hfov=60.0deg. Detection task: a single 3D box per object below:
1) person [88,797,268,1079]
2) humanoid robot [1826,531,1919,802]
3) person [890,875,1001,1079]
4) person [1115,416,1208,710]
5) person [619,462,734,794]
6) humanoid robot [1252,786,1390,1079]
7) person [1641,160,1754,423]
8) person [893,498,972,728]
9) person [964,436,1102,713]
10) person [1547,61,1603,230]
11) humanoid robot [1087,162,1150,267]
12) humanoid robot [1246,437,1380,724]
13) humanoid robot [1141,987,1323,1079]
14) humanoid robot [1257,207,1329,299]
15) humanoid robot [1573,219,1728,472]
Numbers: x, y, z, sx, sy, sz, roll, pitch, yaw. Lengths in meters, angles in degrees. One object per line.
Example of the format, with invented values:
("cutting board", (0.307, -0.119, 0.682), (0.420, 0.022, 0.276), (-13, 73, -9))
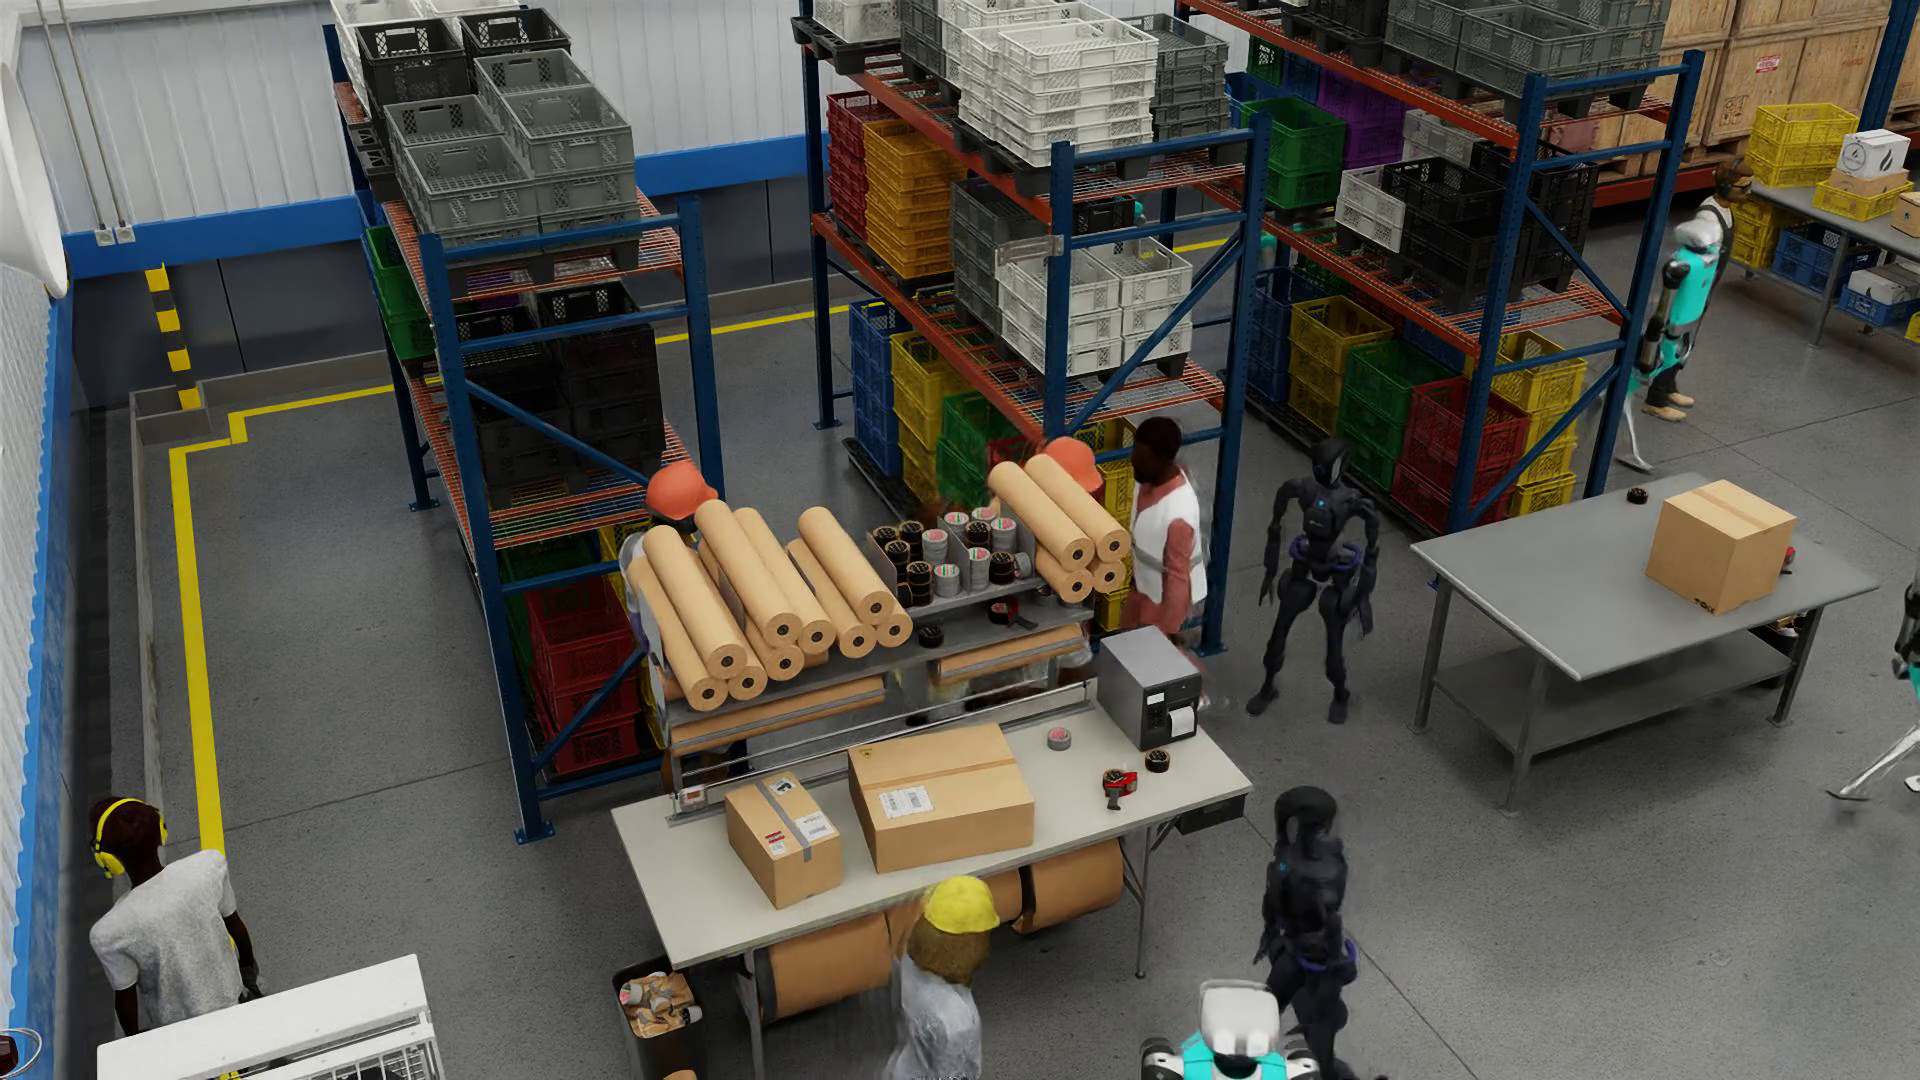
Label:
("person", (-2.671, 1.635, 5.804), (0.339, 1.858, 0.516), (20, 37, 29))
("humanoid robot", (4.630, 0.560, 7.640), (0.932, 1.744, 0.530), (-11, 33, -18))
("person", (-0.033, 1.868, 5.576), (0.529, 1.678, 0.556), (-10, 33, -16))
("person", (0.978, 0.243, 8.022), (0.444, 1.897, 0.607), (-5, 32, -9))
("person", (-1.175, 0.568, 7.358), (0.604, 2.043, 0.372), (21, 37, 30))
("humanoid robot", (1.337, 1.586, 6.111), (0.688, 1.648, 0.610), (-2, 32, -3))
("person", (4.970, -1.678, 11.207), (0.332, 1.837, 0.506), (16, 35, 25))
("person", (-0.140, 0.581, 7.569), (0.545, 1.816, 0.666), (7, 32, 12))
("person", (0.371, 0.318, 7.897), (0.718, 1.910, 0.554), (21, 38, 31))
("person", (5.042, -3.175, 13.707), (0.522, 1.761, 0.336), (-15, 35, -23))
("humanoid robot", (1.255, -2.969, 13.263), (0.735, 1.677, 0.533), (-5, 32, -8))
("humanoid robot", (1.810, 0.188, 8.323), (0.608, 1.634, 0.388), (16, 35, 24))
("humanoid robot", (0.791, 1.966, 5.405), (0.542, 1.758, 1.013), (1, 32, 1))
("humanoid robot", (2.568, -2.512, 12.654), (0.973, 1.726, 0.531), (2, 32, 3))
("humanoid robot", (4.309, -1.226, 10.659), (0.552, 1.882, 0.801), (-21, 37, -31))
